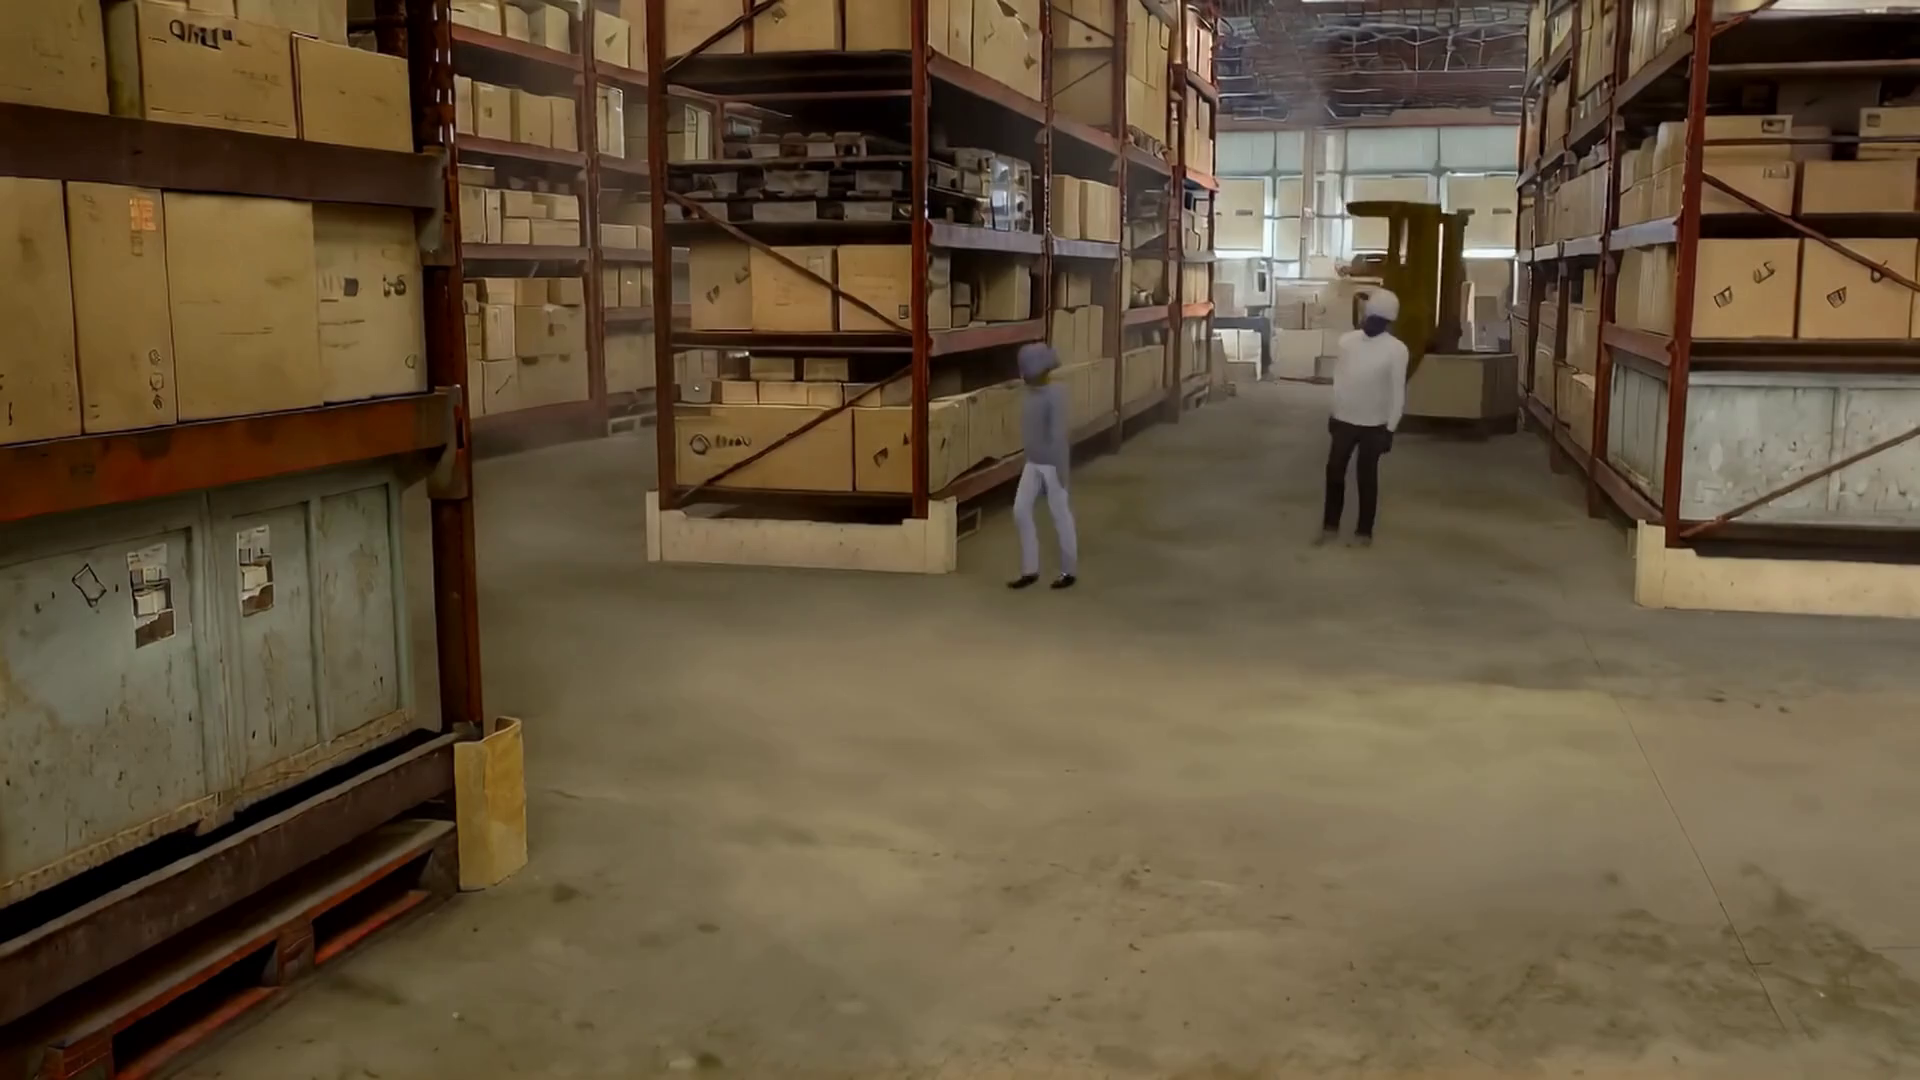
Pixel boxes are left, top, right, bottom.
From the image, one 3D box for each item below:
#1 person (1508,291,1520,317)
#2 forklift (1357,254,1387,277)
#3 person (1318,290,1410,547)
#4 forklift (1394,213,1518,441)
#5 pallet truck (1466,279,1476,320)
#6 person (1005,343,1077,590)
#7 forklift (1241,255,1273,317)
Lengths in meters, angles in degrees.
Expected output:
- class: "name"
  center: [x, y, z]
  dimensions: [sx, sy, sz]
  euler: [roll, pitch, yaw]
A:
- class: "person"
  center: [17.153, -7.021, 51.385]
  dimensions: [0.444, 1.929, 0.649]
  euler: [6, 11, 33]
- class: "forklift"
  center: [13.702, -8.146, 55.528]
  dimensions: [1.129, 2.768, 1.873]
  euler: [8, 12, 43]
- class: "person"
  center: [3.022, -0.893, 12.452]
  dimensions: [0.692, 1.940, 0.463]
  euler: [8, 12, 40]
- class: "forklift"
  center: [5.999, -2.714, 21.013]
  dimensions: [1.873, 2.768, 1.129]
  euler: [9, 12, 44]
- class: "pallet truck"
  center: [18.896, -8.459, 60.307]
  dimensions: [1.885, 1.965, 0.823]
  euler: [5, 10, 31]
- class: "person"
  center: [0.522, -0.465, 10.749]
  dimensions: [0.590, 1.595, 0.607]
  euler: [-5, 10, -29]
- class: "forklift"
  center: [10.551, -8.662, 58.805]
  dimensions: [1.129, 2.768, 1.873]
  euler: [2, 9, 15]
